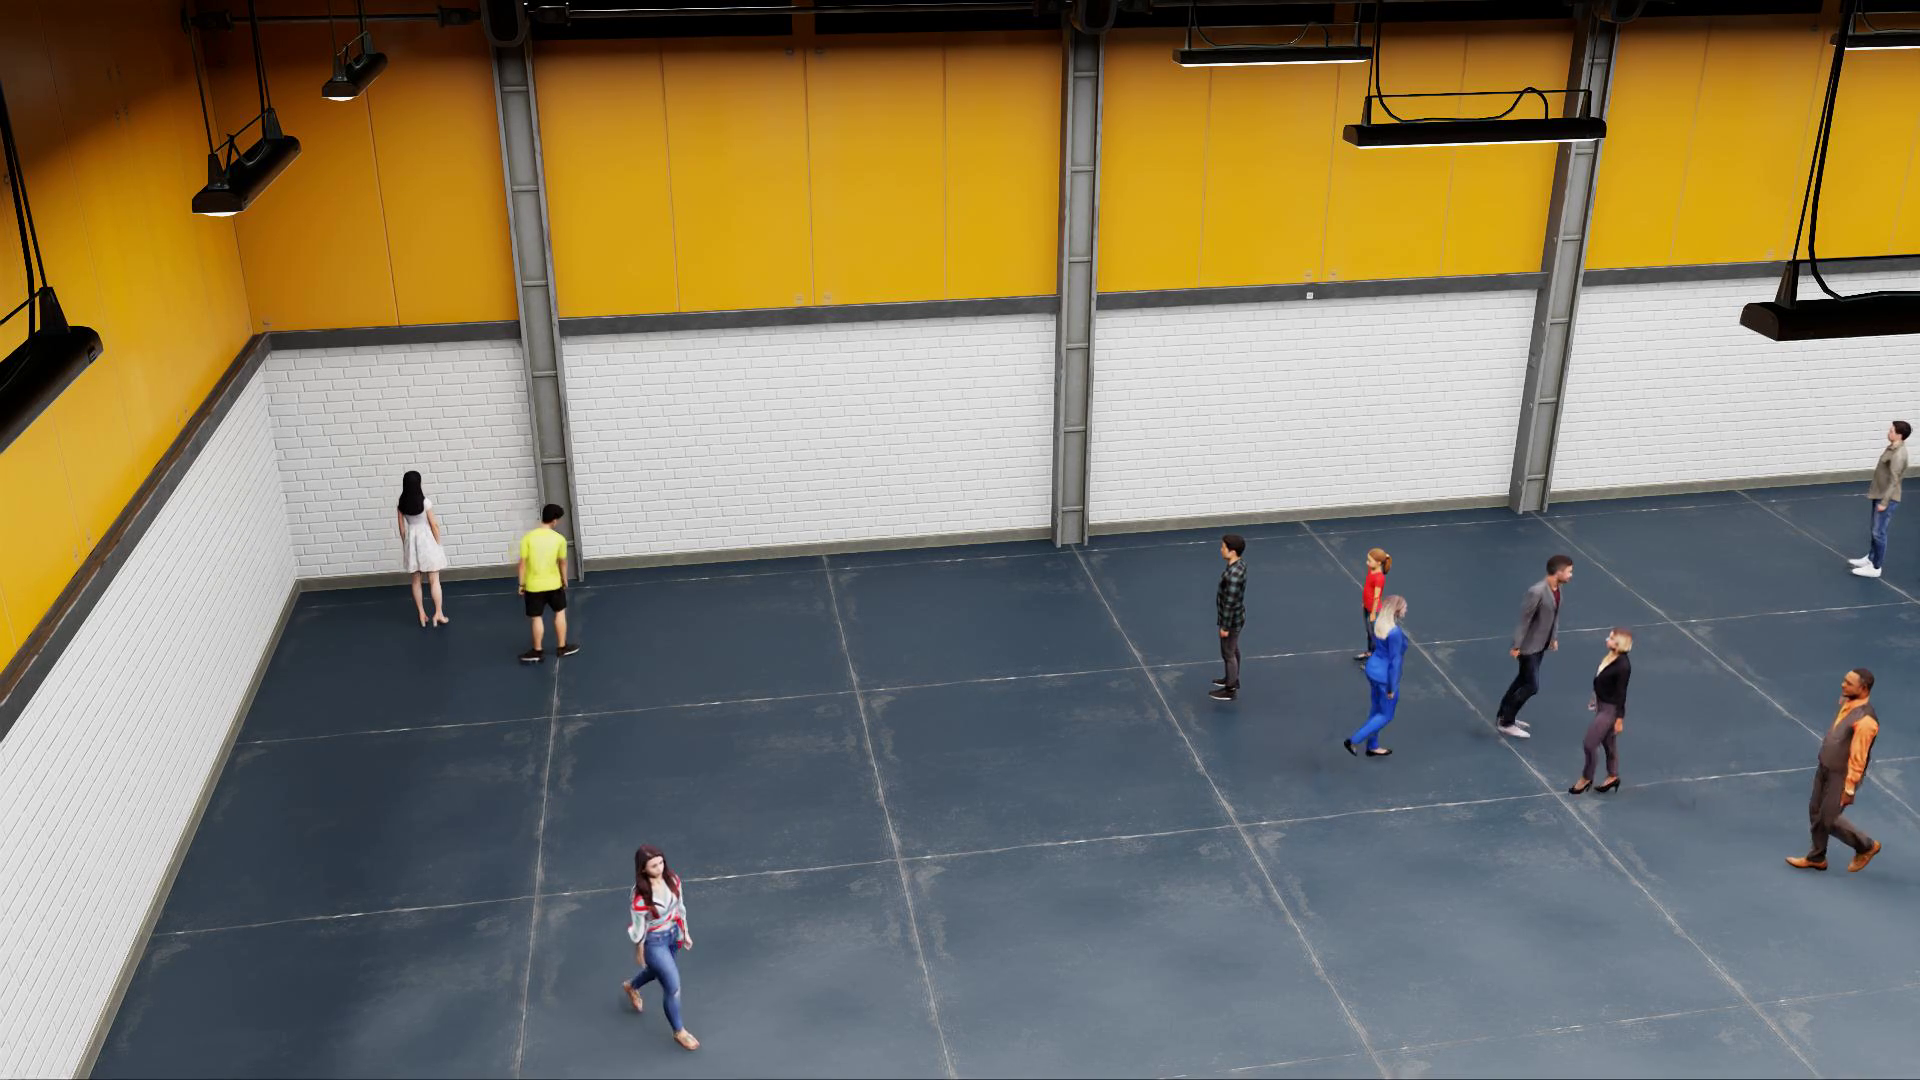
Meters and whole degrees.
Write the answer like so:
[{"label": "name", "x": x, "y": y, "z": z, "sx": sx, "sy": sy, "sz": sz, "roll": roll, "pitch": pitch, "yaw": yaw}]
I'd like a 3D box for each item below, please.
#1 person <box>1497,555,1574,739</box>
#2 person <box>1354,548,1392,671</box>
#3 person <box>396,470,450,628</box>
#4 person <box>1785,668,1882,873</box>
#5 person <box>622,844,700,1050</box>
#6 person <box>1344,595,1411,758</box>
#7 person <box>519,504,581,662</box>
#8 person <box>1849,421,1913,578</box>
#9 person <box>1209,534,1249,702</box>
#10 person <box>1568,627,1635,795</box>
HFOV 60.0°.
[{"label": "person", "x": 5.358, "y": 0.991, "z": 15.748, "sx": 0.846, "sy": 1.835, "sz": 0.920, "roll": -17, "pitch": 29, "yaw": -34}, {"label": "person", "x": 4.253, "y": 0.690, "z": 17.095, "sx": 0.499, "sy": 1.306, "sz": 0.497, "roll": -1, "pitch": 24, "yaw": -2}, {"label": "person", "x": -5.790, "y": 0.089, "z": 17.887, "sx": 0.669, "sy": 1.773, "sz": 0.784, "roll": 3, "pitch": 24, "yaw": 6}, {"label": "person", "x": 7.289, "y": 1.908, "z": 13.573, "sx": 1.012, "sy": 1.897, "sz": 0.872, "roll": 4, "pitch": 24, "yaw": 9}, {"label": "person", "x": -2.183, "y": 2.832, "z": 11.846, "sx": 1.072, "sy": 1.586, "sz": 1.016, "roll": 16, "pitch": 28, "yaw": 32}, {"label": "person", "x": 3.790, "y": 1.289, "z": 15.254, "sx": 0.776, "sy": 1.684, "sz": 0.610, "roll": -3, "pitch": 24, "yaw": -7}, {"label": "person", "x": -4.343, "y": 0.459, "z": 17.170, "sx": 0.551, "sy": 1.670, "sz": 0.881, "roll": -15, "pitch": 28, "yaw": -31}, {"label": "person", "x": 10.626, "y": -0.480, "z": 19.074, "sx": 0.781, "sy": 1.866, "sz": 0.789, "roll": 9, "pitch": 25, "yaw": 20}, {"label": "person", "x": 2.641, "y": 0.729, "z": 16.160, "sx": 0.659, "sy": 1.710, "sz": 0.724, "roll": 5, "pitch": 24, "yaw": 12}, {"label": "person", "x": 5.839, "y": 1.543, "z": 14.708, "sx": 0.780, "sy": 1.657, "sz": 0.721, "roll": 4, "pitch": 24, "yaw": 9}]
